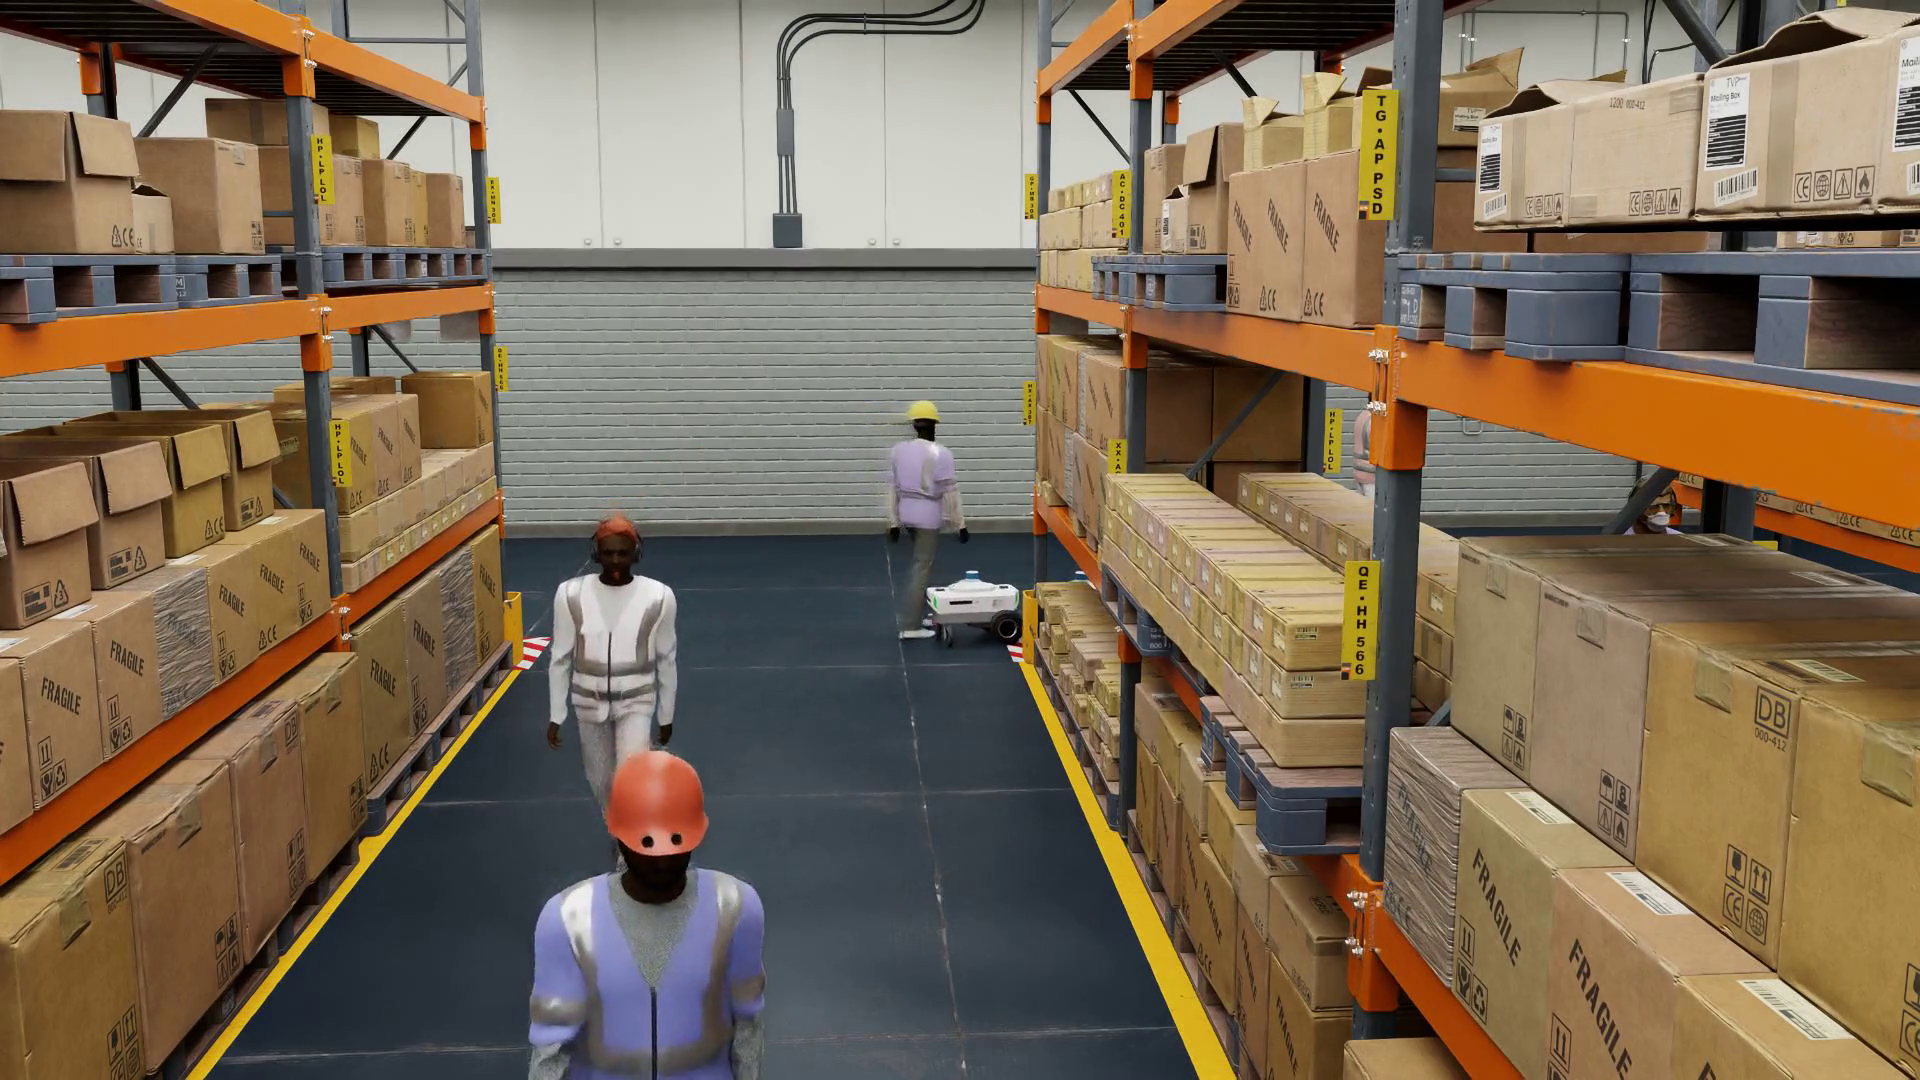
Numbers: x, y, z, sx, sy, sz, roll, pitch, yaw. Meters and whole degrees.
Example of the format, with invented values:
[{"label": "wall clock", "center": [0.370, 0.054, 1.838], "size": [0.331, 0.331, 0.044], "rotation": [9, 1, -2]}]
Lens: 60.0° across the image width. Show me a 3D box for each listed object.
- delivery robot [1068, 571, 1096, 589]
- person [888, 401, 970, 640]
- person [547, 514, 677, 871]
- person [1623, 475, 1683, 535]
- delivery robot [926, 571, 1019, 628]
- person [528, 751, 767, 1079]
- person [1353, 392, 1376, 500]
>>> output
[{"label": "delivery robot", "center": [0.957, 0.490, 13.150], "size": [0.707, 0.478, 0.477], "rotation": [-4, 10, -22]}, {"label": "person", "center": [-0.227, -0.163, 13.335], "size": [0.761, 1.888, 0.629], "rotation": [-9, 13, -44]}, {"label": "person", "center": [-1.629, 0.784, 7.903], "size": [0.584, 1.855, 0.937], "rotation": [0, 10, -1]}, {"label": "person", "center": [3.504, 0.625, 8.566], "size": [0.630, 1.940, 0.372], "rotation": [-1, 10, -6]}, {"label": "delivery robot", "center": [0.094, 0.487, 13.172], "size": [0.707, 0.478, 0.477], "rotation": [-2, 10, -11]}, {"label": "person", "center": [-0.724, 1.434, 3.948], "size": [0.570, 1.892, 0.957], "rotation": [-2, 10, -12]}, {"label": "person", "center": [3.962, -0.561, 15.844], "size": [0.429, 1.841, 0.621], "rotation": [-1, 10, -3]}]
